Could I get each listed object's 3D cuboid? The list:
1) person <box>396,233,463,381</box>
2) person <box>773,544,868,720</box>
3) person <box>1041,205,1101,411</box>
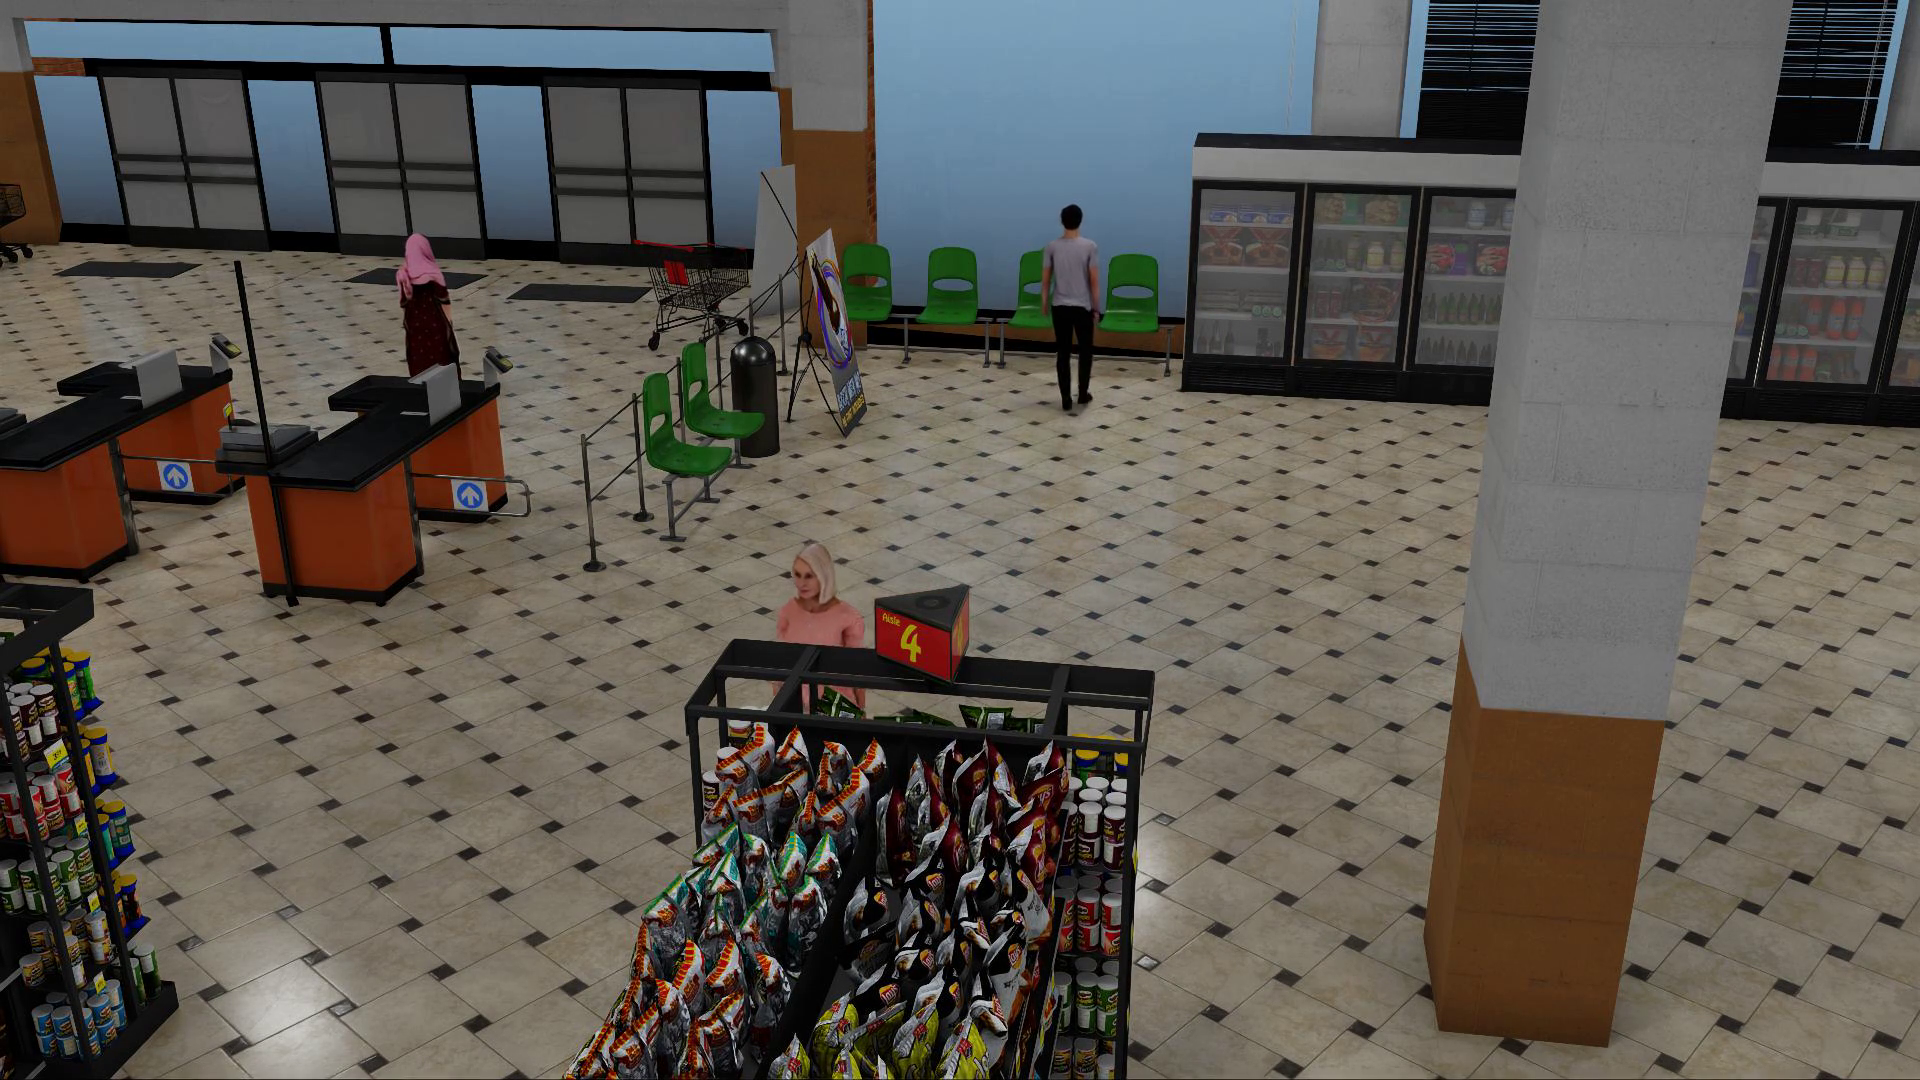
[{"bbox_3d":[-4.801,-1.954,15.005,0.654,1.639,0.579,5,22,11],"label":"person"},{"bbox_3d":[-0.625,0.793,8.085,0.722,1.702,0.894,10,24,23],"label":"person"},{"bbox_3d":[0.994,-2.062,14.981,0.714,1.858,0.679,5,22,12],"label":"person"}]
